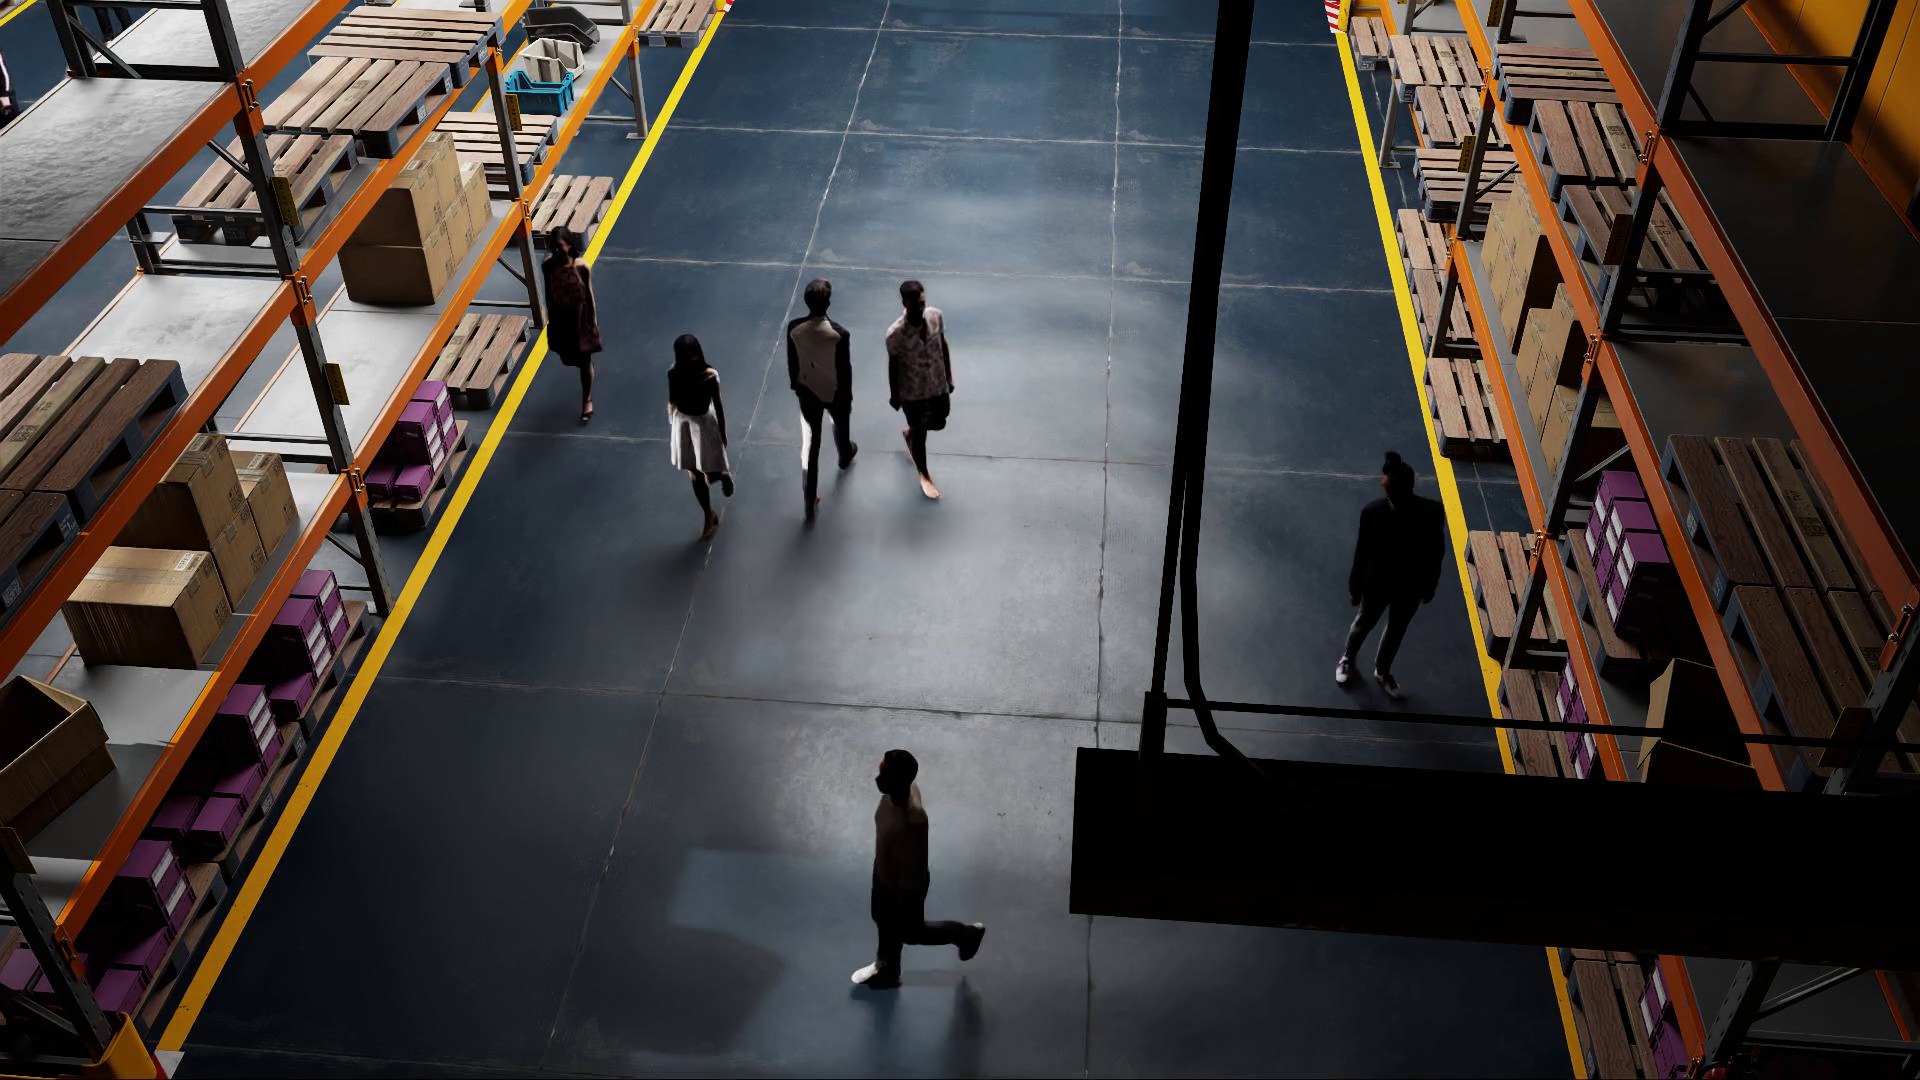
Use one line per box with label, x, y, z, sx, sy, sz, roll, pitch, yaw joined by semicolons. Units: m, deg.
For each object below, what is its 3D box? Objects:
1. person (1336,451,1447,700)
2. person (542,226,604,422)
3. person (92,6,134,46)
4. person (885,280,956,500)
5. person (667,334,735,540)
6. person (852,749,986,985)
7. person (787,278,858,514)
person;2.890;0.240;10.988;0.740;1.918;0.645;-8;39;-9
person;-3.142;-1.820;13.690;0.626;1.765;0.788;2;39;3
person;-10.326;-6.763;19.941;0.758;1.687;0.775;-16;41;-19
person;-0.335;-1.253;12.952;1.011;1.799;1.089;-26;45;-29
person;-1.928;-0.816;12.436;0.699;1.761;0.888;9;40;12
person;-0.226;1.808;9.121;0.946;1.797;1.044;-11;40;-13
person;-1.078;-1.063;12.677;0.824;1.846;1.256;8;39;10
